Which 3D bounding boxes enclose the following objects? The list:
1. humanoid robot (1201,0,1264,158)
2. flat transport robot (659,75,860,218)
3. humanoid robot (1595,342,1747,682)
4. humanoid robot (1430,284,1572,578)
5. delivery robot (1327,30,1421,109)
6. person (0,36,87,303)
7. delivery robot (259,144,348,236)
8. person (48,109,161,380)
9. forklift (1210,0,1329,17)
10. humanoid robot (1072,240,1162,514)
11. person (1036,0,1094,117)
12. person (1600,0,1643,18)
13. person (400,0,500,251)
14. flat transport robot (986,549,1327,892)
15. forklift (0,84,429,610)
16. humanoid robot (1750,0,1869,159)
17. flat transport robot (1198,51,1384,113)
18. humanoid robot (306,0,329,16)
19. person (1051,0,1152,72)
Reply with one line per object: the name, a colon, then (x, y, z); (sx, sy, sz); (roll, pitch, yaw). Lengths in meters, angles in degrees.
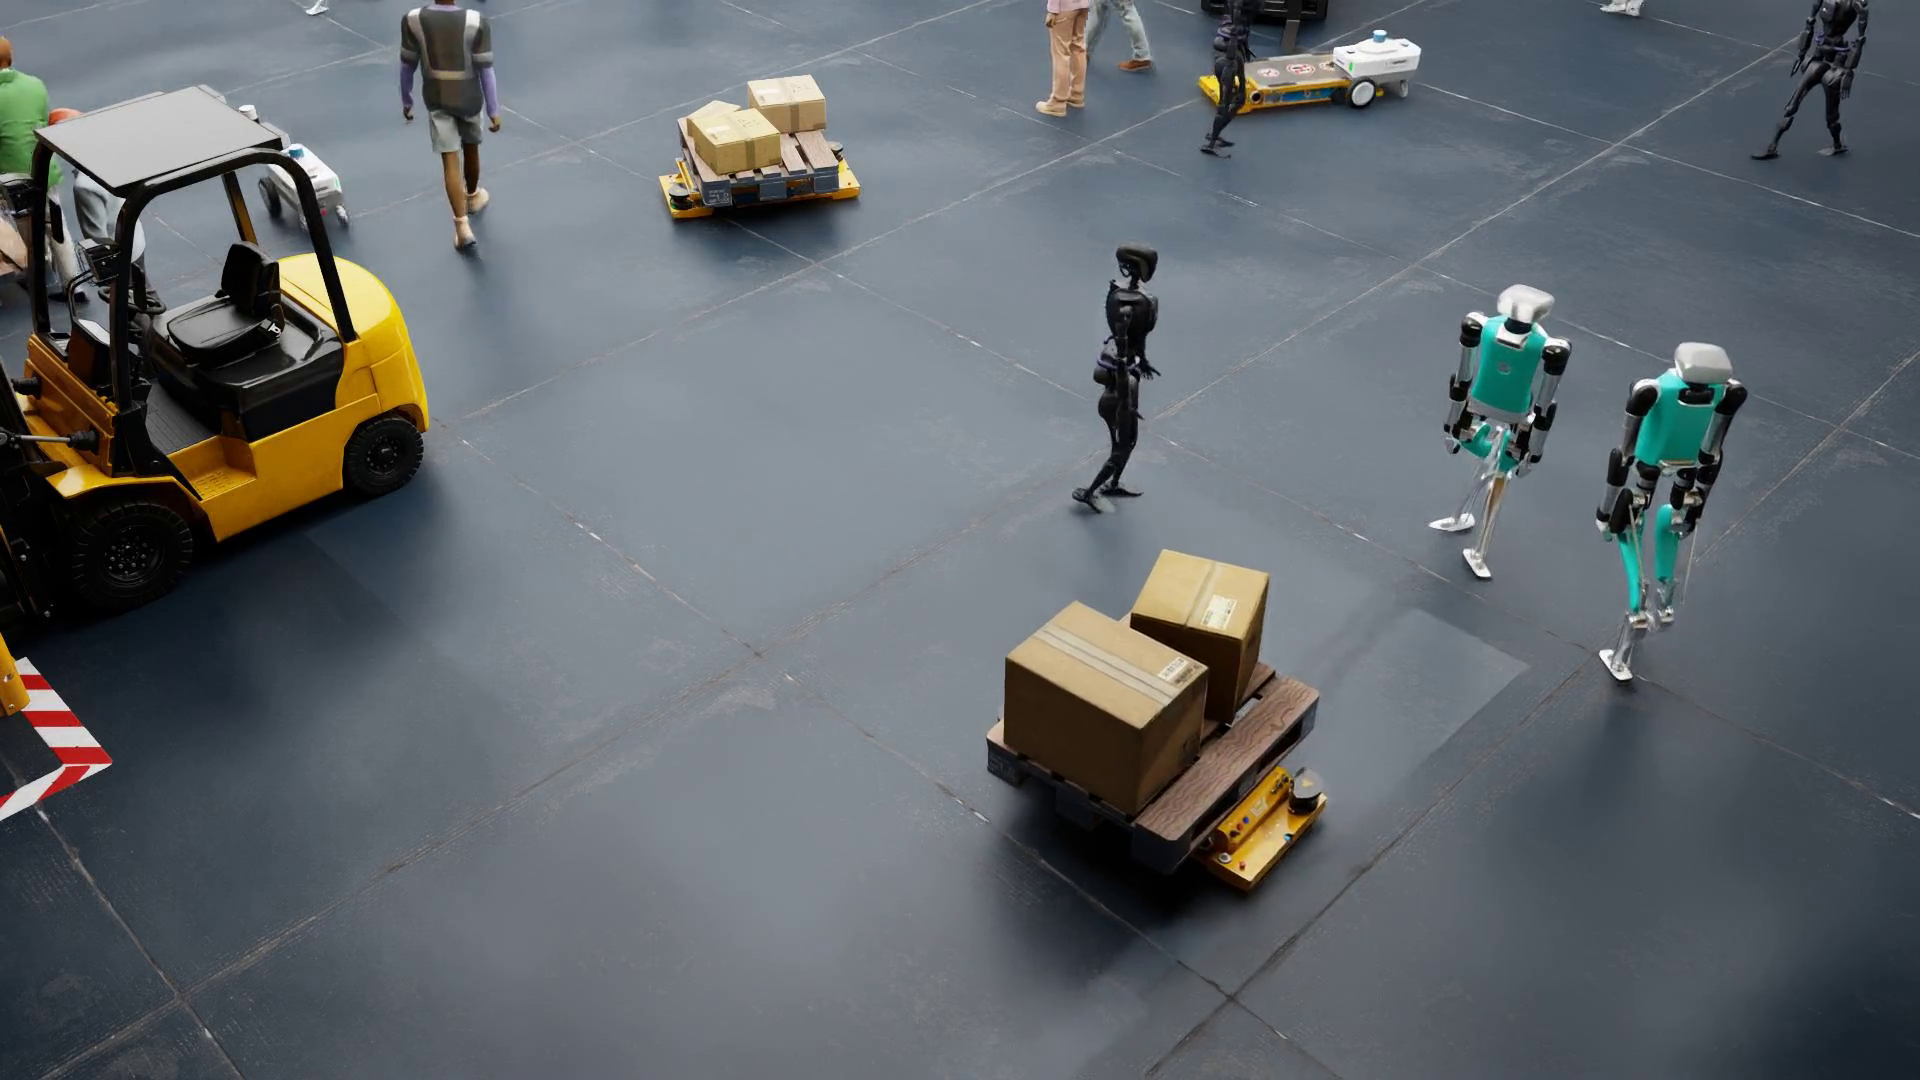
humanoid robot: (2.132, -3.787, 12.896); (0.375, 1.639, 0.609); (13, 39, 16)
flat transport robot: (-1.532, -2.740, 12.664); (1.431, 0.231, 0.659); (-10, 38, -13)
humanoid robot: (3.323, -0.026, 7.818); (0.545, 1.809, 0.713); (-3, 37, -4)
humanoid robot: (2.820, -0.615, 8.599); (0.589, 1.778, 0.871); (22, 42, 27)
delivery robot: (3.514, -4.036, 14.146); (0.745, 0.578, 0.516); (-11, 38, -15)
person: (-6.245, -2.471, 11.089); (0.578, 1.724, 0.798); (-21, 42, -26)
delivery robot: (-4.850, -2.628, 12.286); (0.499, 0.607, 0.801); (-25, 43, -29)
person: (-5.187, -1.800, 10.176); (0.352, 1.742, 0.572); (-4, 37, -5)
forklift: (3.106, -6.400, 15.960); (1.214, 2.155, 2.313); (8, 37, 10)
humanoid robot: (0.862, -0.888, 9.023); (0.425, 1.656, 0.601); (10, 38, 12)
person: (0.907, -4.353, 13.567); (0.409, 1.776, 0.538); (24, 43, 29)
person: (6.351, -5.689, 15.476); (0.536, 1.629, 0.422); (-18, 40, -23)
person: (-3.578, -3.074, 11.688); (0.702, 1.983, 1.044); (-4, 37, -5)
flat transport robot: (0.887, 1.028, 7.620); (1.431, 0.231, 0.659); (27, 44, 31)
forklift: (-4.145, -1.093, 8.856); (2.313, 2.155, 1.214); (-31, 47, -34)
humanoid robot: (6.731, -3.691, 12.828); (0.799, 1.642, 0.612); (-12, 38, -15)
flat transport robot: (2.834, -3.920, 14.244); (1.431, 0.231, 0.659); (-9, 38, -12)
humanoid robot: (-5.900, -5.899, 15.705); (0.532, 1.795, 0.989); (30, 46, 34)
person: (1.299, -4.947, 14.266); (0.898, 1.899, 0.647); (1, 37, 2)
